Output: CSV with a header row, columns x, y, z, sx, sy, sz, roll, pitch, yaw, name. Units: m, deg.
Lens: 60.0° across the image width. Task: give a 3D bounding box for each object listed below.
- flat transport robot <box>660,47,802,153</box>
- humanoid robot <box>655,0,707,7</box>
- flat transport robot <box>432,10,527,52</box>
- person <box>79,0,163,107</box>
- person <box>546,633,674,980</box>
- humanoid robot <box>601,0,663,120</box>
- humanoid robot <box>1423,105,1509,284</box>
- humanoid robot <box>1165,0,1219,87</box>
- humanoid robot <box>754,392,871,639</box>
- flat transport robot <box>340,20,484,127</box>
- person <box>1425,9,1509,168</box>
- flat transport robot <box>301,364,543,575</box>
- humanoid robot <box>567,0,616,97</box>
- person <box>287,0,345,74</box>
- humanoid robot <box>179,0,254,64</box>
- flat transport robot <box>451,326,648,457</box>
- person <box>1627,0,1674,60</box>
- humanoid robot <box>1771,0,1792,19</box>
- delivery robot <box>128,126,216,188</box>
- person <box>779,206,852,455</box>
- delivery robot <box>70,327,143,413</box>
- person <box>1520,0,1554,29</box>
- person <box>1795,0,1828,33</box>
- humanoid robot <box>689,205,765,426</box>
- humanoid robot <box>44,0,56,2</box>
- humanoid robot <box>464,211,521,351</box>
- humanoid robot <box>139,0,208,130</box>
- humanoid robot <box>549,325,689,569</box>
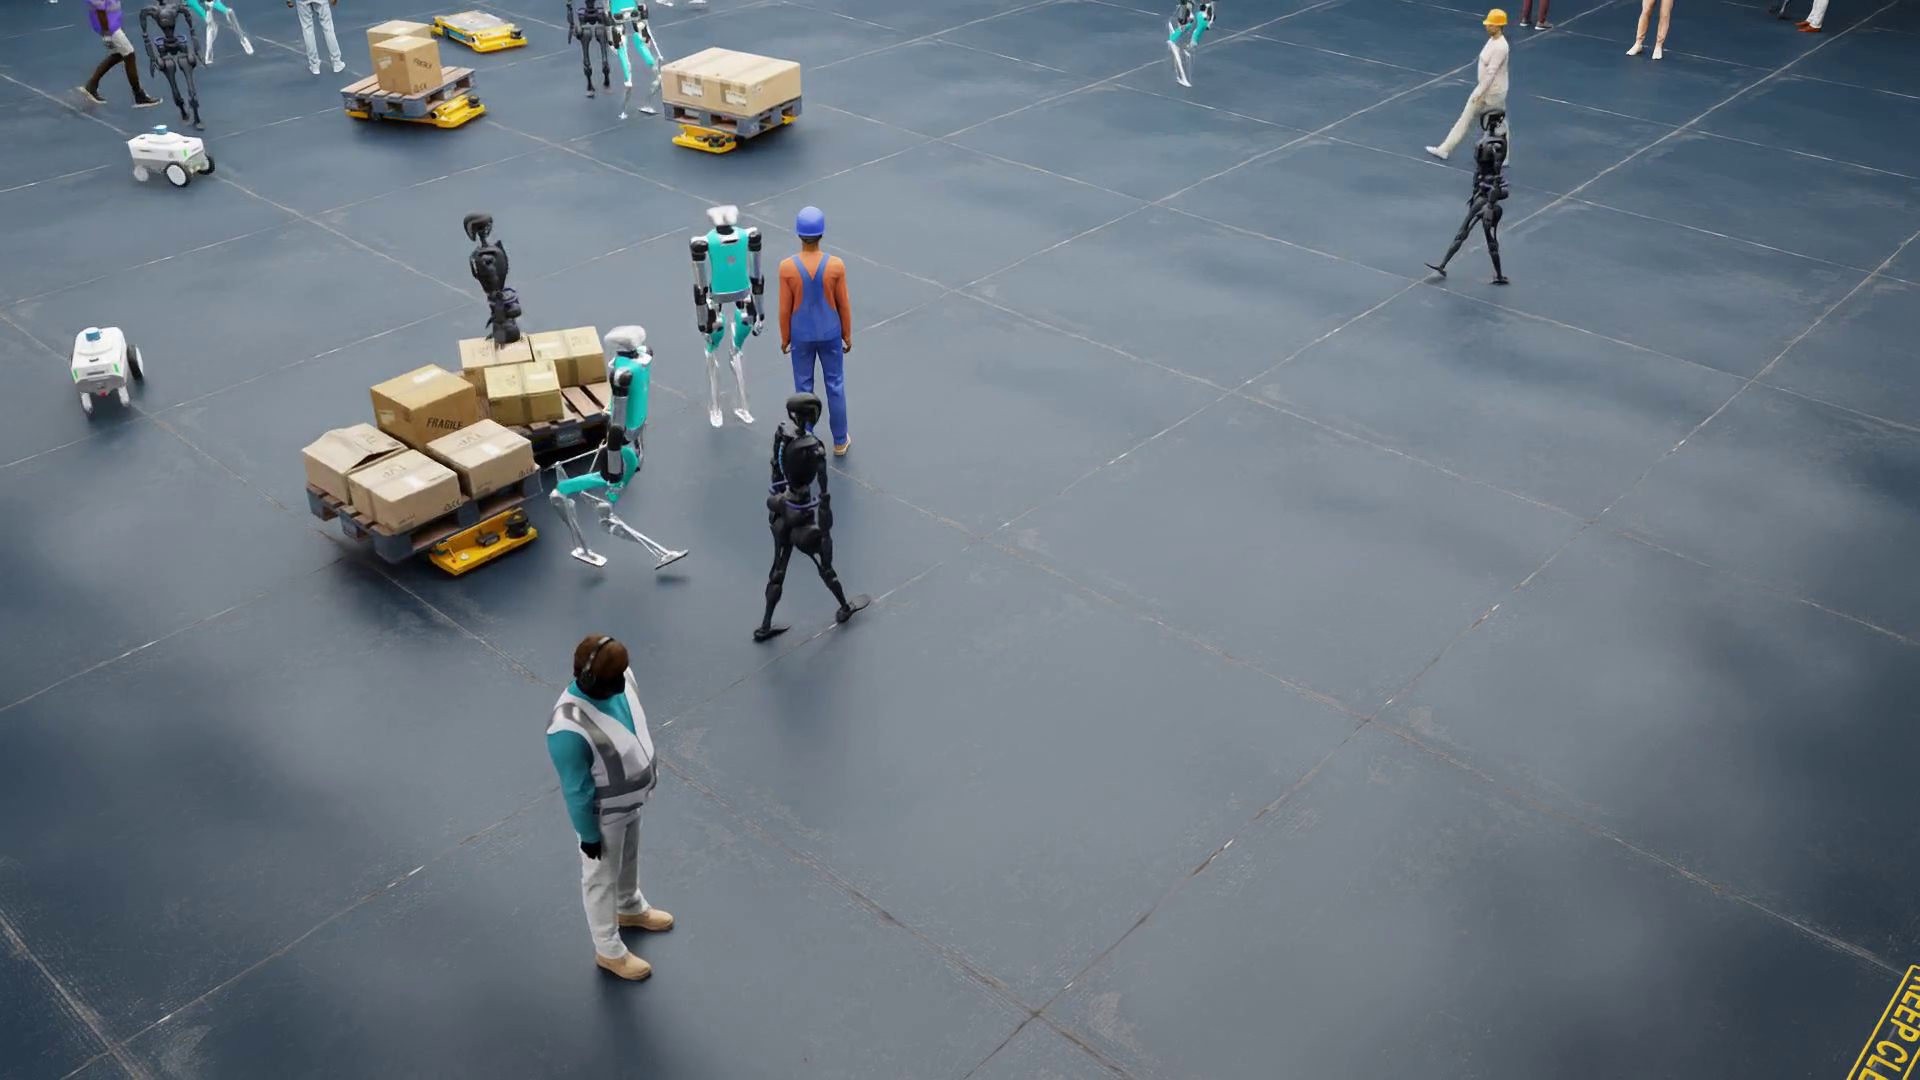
x,y,z,sx,sy,sz,roll,pitch,yaw,name
-2.516,-4.658,18.655,0.659,0.231,1.431,18,36,26,flat transport robot
-3.797,-8.185,22.937,0.960,1.748,0.542,6,32,10,humanoid robot
-6.376,-6.737,22.003,0.659,0.231,1.431,-24,39,-33,flat transport robot
-9.853,-5.915,19.096,0.749,1.936,0.618,-19,37,-28,person
-1.607,1.207,7.728,0.431,1.836,0.622,8,33,12,person
-3.699,-5.664,18.867,0.573,1.770,0.677,-17,36,-25,humanoid robot
4.619,-3.034,14.742,0.762,1.629,0.610,0,32,0,humanoid robot
2.757,-6.240,19.919,0.544,1.880,0.763,-14,34,-21,humanoid robot
-0.956,-0.170,10.127,0.757,1.628,0.614,-23,39,-32,humanoid robot
-6.304,-5.016,19.231,1.431,0.231,0.659,10,33,15,flat transport robot
5.455,-4.710,17.428,0.891,1.648,0.476,-1,32,-2,person
-3.657,-0.180,11.444,1.431,0.231,0.659,25,40,34,flat transport robot
-4.335,-6.069,19.597,0.610,1.648,0.339,-5,32,-7,humanoid robot
-7.961,-6.696,20.374,0.592,1.917,0.374,-10,33,-15,person
-9.430,-6.902,20.898,0.547,1.749,1.020,11,34,18,humanoid robot
-3.157,-0.863,12.543,1.431,0.231,0.659,-18,36,-27,flat transport robot
8.852,-7.034,20.960,0.518,1.874,0.347,19,37,28,person
11.399,-7.980,22.681,0.553,1.647,0.608,-16,35,-23,humanoid robot
-8.255,-4.026,17.349,0.769,0.577,0.499,7,33,11,delivery robot
-1.038,-1.480,11.984,0.517,1.910,0.362,-4,32,-6,person
-6.774,-1.391,13.127,0.499,0.599,0.787,-11,34,-18,delivery robot
7.830,-7.770,22.202,0.373,1.810,0.554,-22,38,-32,person
11.490,-7.684,22.048,0.365,1.831,0.514,10,33,15,person
-1.773,-1.717,12.519,0.537,1.785,0.668,-13,34,-20,humanoid robot
-12.981,-8.513,23.492,0.793,1.796,0.530,-14,34,-21,humanoid robot
-3.462,-1.672,12.556,0.635,1.646,0.626,-8,33,-12,humanoid robot
-8.753,-5.417,18.552,0.600,1.644,0.414,-15,35,-22,humanoid robot
-2.285,-0.553,10.653,1.002,1.733,0.579,4,32,7,humanoid robot
